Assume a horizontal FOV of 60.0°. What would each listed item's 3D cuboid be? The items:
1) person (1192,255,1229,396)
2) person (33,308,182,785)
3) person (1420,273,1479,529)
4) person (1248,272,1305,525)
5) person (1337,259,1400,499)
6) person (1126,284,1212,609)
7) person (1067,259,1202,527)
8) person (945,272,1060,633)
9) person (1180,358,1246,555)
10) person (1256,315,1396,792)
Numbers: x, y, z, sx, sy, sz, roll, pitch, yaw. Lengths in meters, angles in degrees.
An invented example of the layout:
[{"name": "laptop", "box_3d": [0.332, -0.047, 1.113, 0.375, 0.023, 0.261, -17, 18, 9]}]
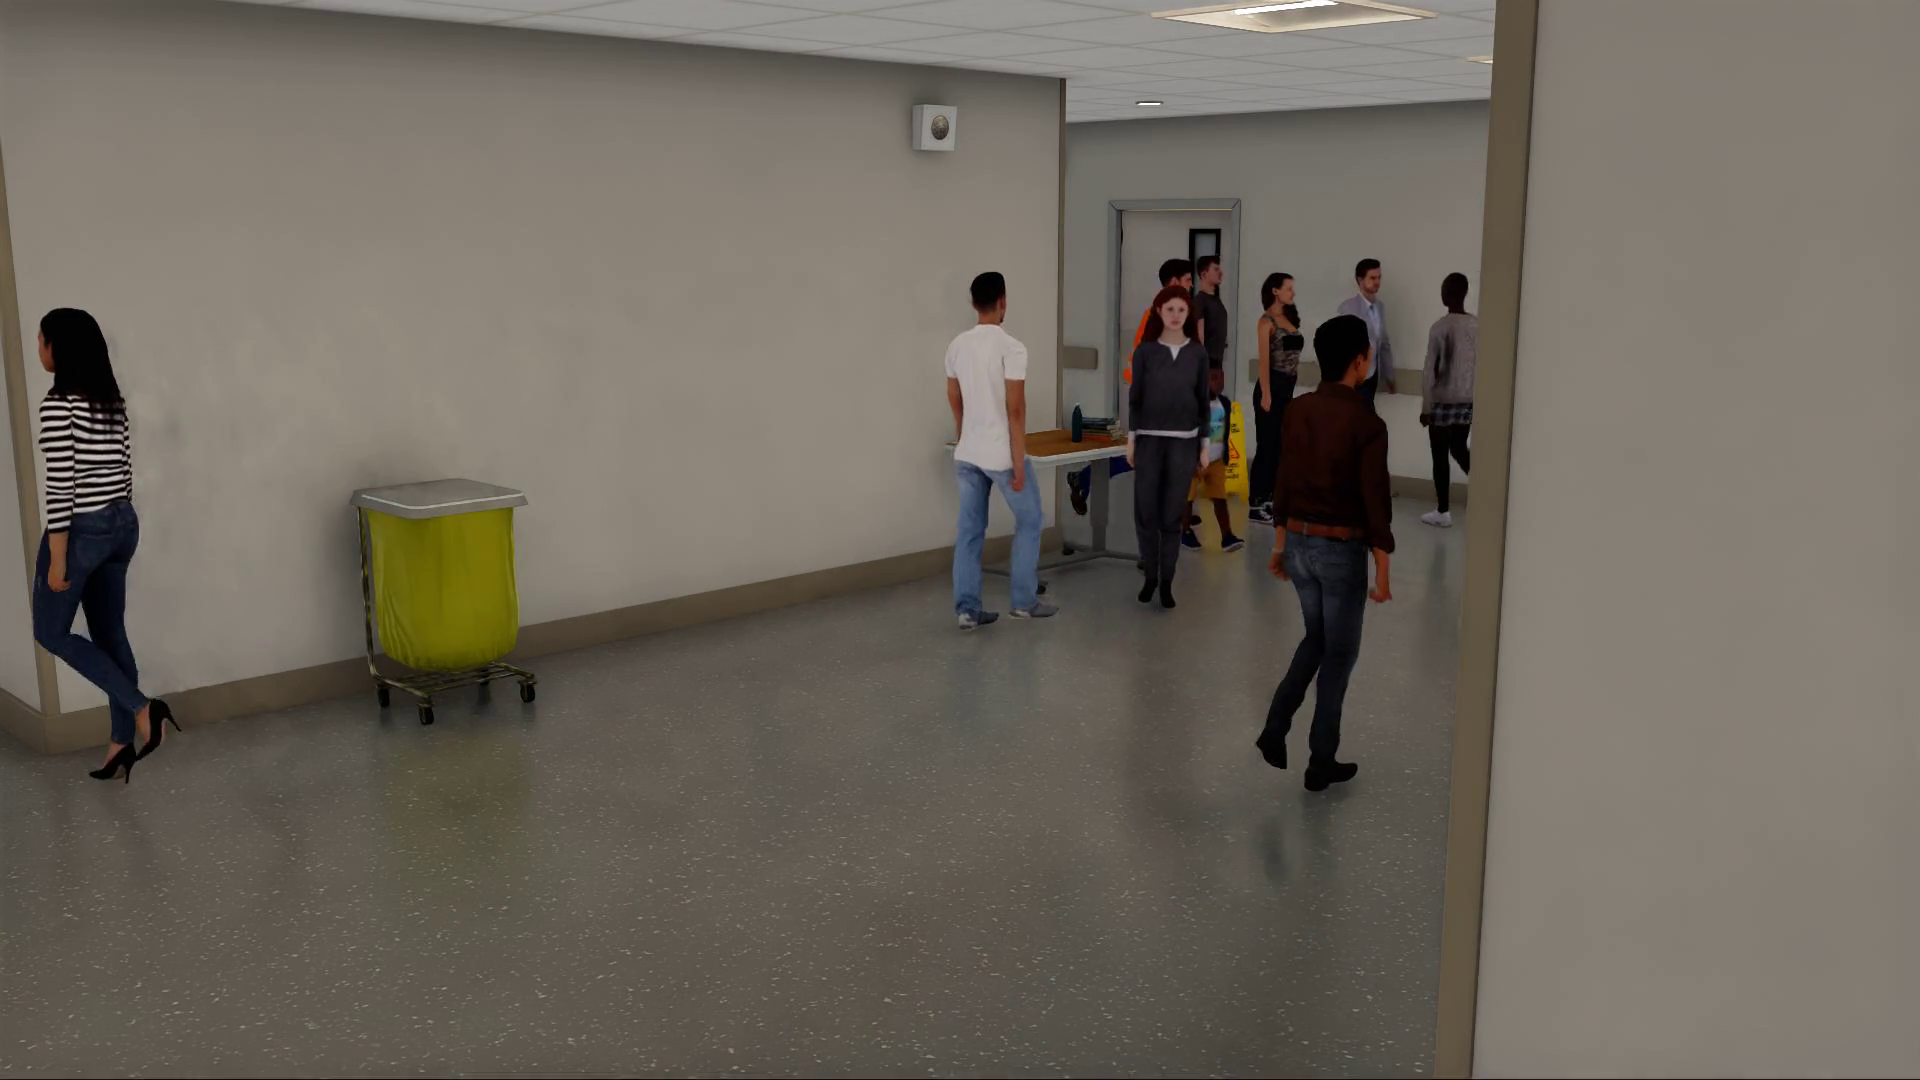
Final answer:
[{"name": "person", "box_3d": [2.005, -1.387, 13.563, 0.652, 1.853, 0.713, 6, 12, 27]}, {"name": "person", "box_3d": [-3.121, 0.051, 6.138, 0.853, 1.781, 0.788, 1, 11, 8]}, {"name": "person", "box_3d": [3.467, -0.939, 11.453, 0.778, 1.759, 0.904, -7, 13, -32]}, {"name": "person", "box_3d": [2.230, -1.016, 11.834, 0.588, 1.769, 0.644, 7, 13, 34]}, {"name": "person", "box_3d": [3.016, -1.240, 12.877, 0.895, 1.820, 0.702, 10, 15, 44]}, {"name": "person", "box_3d": [1.132, -0.509, 9.154, 0.692, 1.771, 0.763, 1, 11, 5]}, {"name": "person", "box_3d": [1.216, -0.978, 11.451, 1.270, 1.838, 1.143, 1, 11, 7]}, {"name": "person", "box_3d": [0.105, -0.423, 8.525, 0.790, 1.838, 0.777, 9, 14, 39]}, {"name": "person", "box_3d": [1.533, -0.536, 10.712, 0.719, 1.244, 0.903, -4, 11, -21]}, {"name": "person", "box_3d": [1.286, 0.078, 6.073, 0.764, 1.768, 0.692, -9, 14, -38]}]
